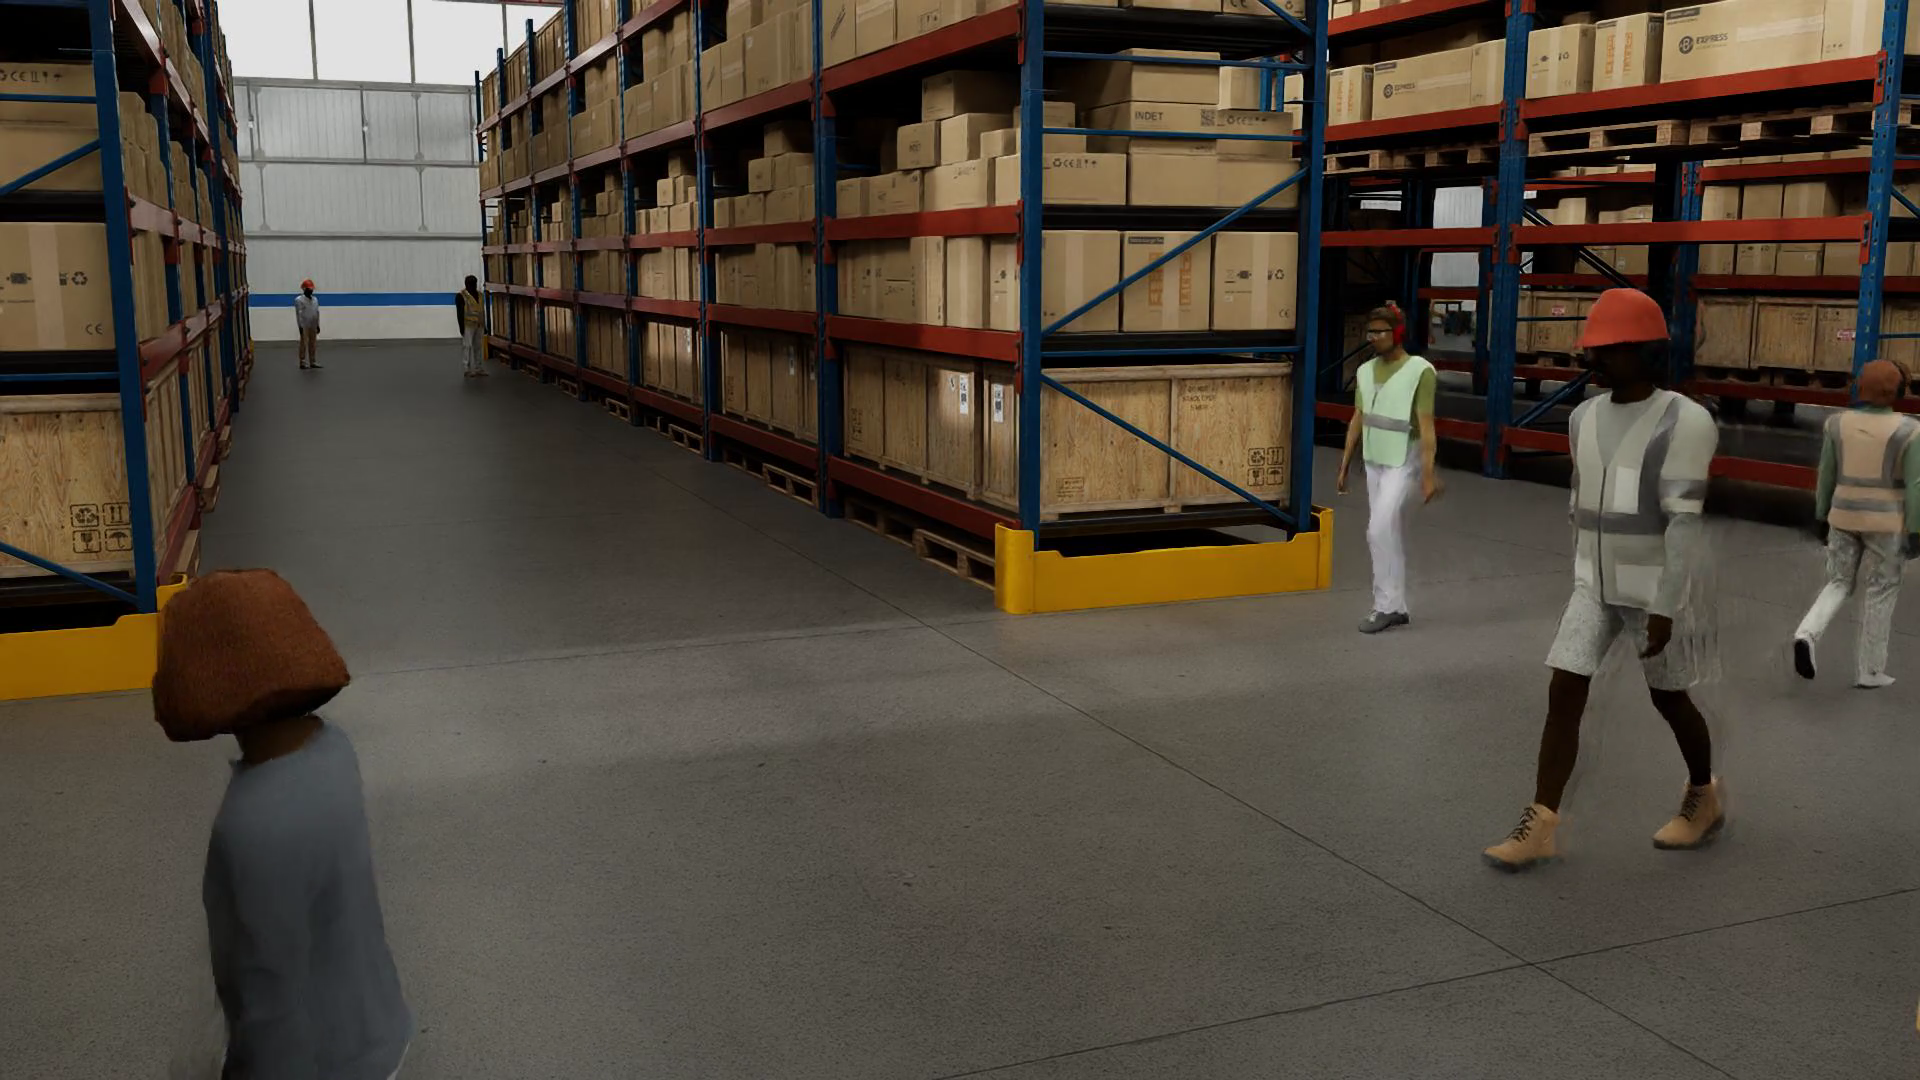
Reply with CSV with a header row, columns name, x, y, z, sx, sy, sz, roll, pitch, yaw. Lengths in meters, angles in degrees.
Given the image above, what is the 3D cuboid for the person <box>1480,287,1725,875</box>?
name,x,y,z,sx,sy,sz,roll,pitch,yaw
person,2.310,0.139,5.695,1.036,1.996,0.619,-5,11,-28

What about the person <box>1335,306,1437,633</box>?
name,x,y,z,sx,sy,sz,roll,pitch,yaw
person,2.337,-0.388,9.325,0.619,1.823,0.612,-4,10,-24

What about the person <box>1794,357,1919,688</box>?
name,x,y,z,sx,sy,sz,roll,pitch,yaw
person,4.338,-0.063,8.000,0.557,1.625,0.520,-6,11,-32

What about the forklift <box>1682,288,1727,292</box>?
name,x,y,z,sx,sy,sz,roll,pitch,yaw
forklift,12.117,-3.854,26.949,1.129,2.768,1.873,0,9,3

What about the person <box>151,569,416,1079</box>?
name,x,y,z,sx,sy,sz,roll,pitch,yaw
person,-1.048,0.843,2.571,0.368,1.616,0.499,-1,10,-5

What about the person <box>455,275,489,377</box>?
name,x,y,z,sx,sy,sz,roll,pitch,yaw
person,-8.835,-3.878,30.196,0.429,1.842,0.637,6,11,31

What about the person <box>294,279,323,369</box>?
name,x,y,z,sx,sy,sz,roll,pitch,yaw
person,-12.692,-4.204,32.449,0.360,1.742,0.563,4,10,21
